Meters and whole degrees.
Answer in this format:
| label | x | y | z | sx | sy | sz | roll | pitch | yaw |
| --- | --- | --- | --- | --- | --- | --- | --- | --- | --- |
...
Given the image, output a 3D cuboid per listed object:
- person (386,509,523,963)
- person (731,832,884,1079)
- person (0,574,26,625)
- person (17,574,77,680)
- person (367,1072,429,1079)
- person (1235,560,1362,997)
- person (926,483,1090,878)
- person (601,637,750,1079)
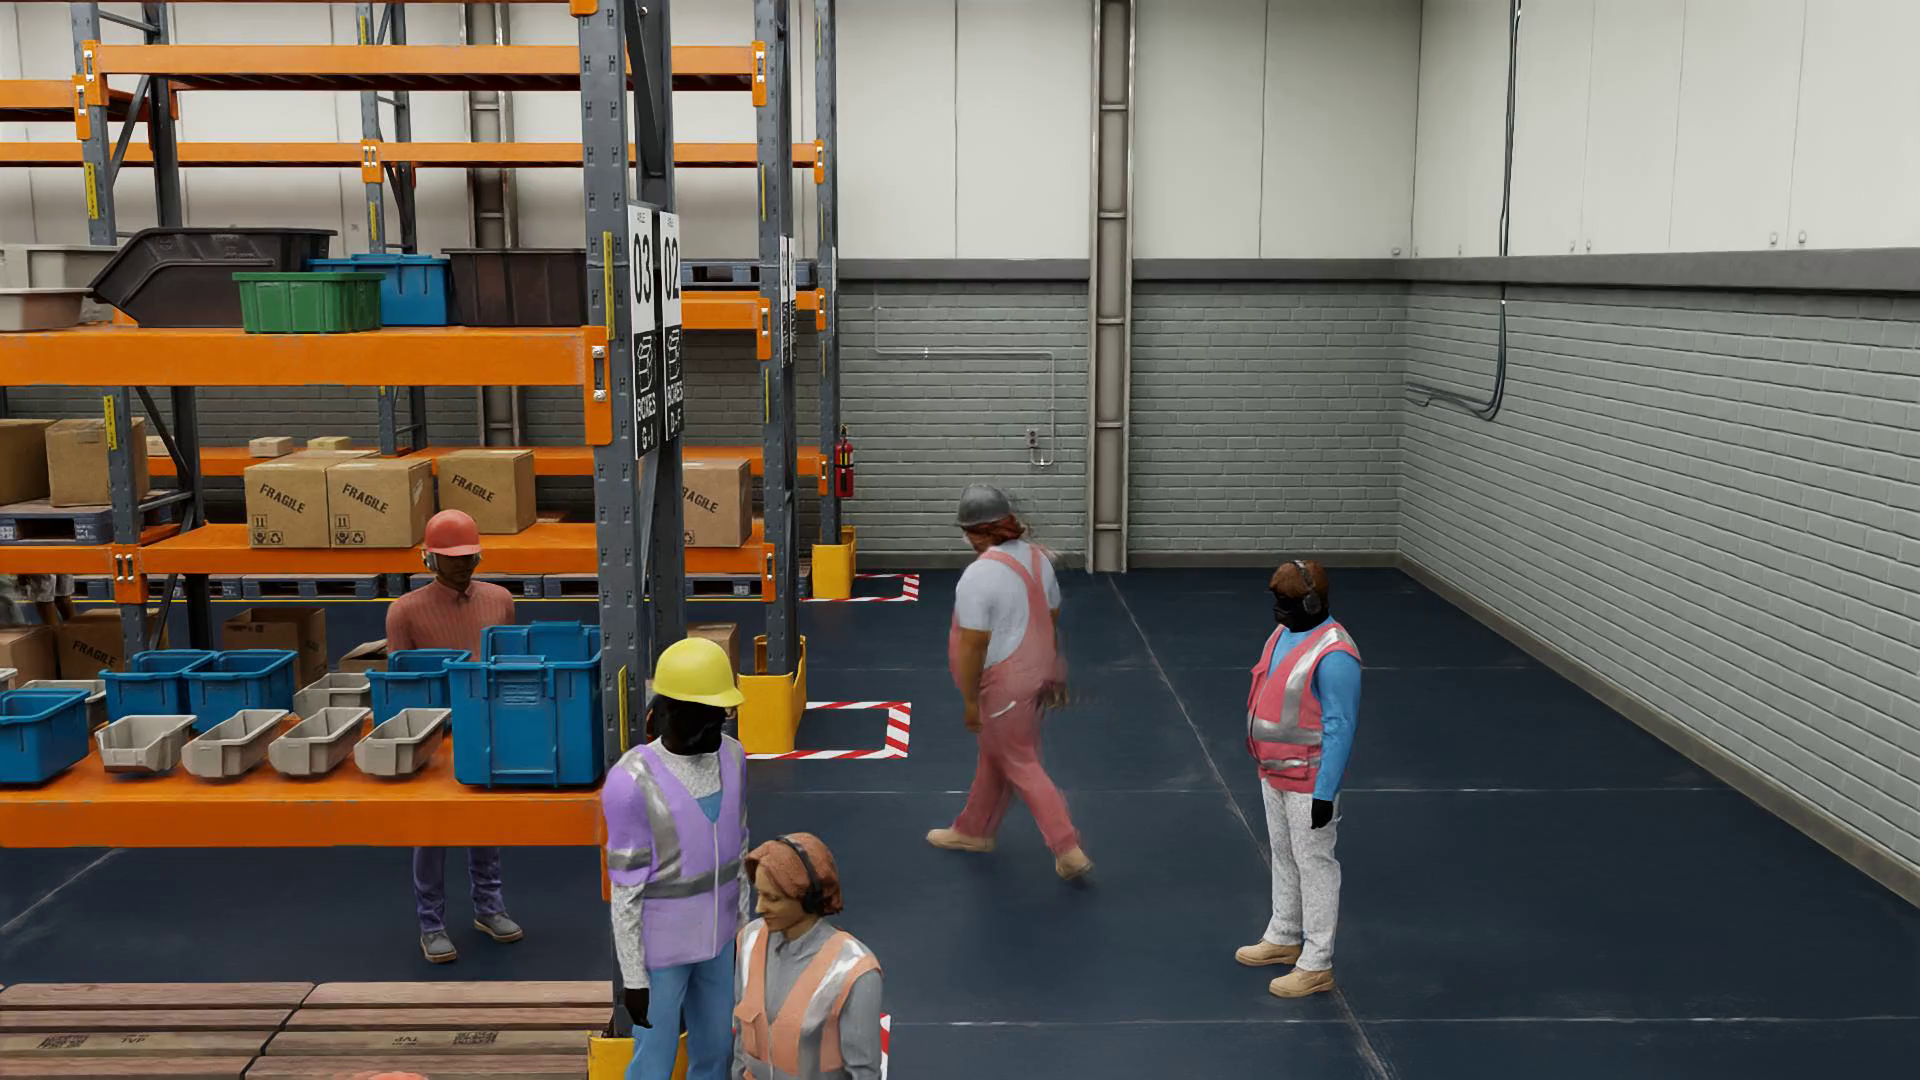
| label | x | y | z | sx | sy | sz | roll | pitch | yaw |
| --- | --- | --- | --- | --- | --- | --- | --- | --- | --- |
| person | -2.209 | 0.848 | 7.362 | 0.625 | 1.992 | 0.389 | -9 | 13 | -43 |
| person | -0.390 | 1.535 | 4.272 | 0.524 | 1.631 | 0.315 | 8 | 12 | 41 |
| person | -7.548 | 0.058 | 12.819 | 0.703 | 1.789 | 0.601 | -1 | 9 | -5 |
| person | -6.670 | 0.104 | 12.102 | 0.358 | 1.938 | 0.542 | 1 | 9 | 3 |
| person | -0.982 | 1.709 | 2.897 | 0.451 | 1.722 | 0.594 | 3 | 10 | 16 |
| person | 1.420 | 0.987 | 7.004 | 0.429 | 1.838 | 0.621 | -2 | 10 | -13 |
| person | 0.276 | 0.666 | 8.343 | 0.983 | 2.000 | 0.685 | 6 | 11 | 31 |
| person | -0.841 | 1.241 | 5.203 | 0.393 | 1.918 | 0.592 | 7 | 11 | 35 |
